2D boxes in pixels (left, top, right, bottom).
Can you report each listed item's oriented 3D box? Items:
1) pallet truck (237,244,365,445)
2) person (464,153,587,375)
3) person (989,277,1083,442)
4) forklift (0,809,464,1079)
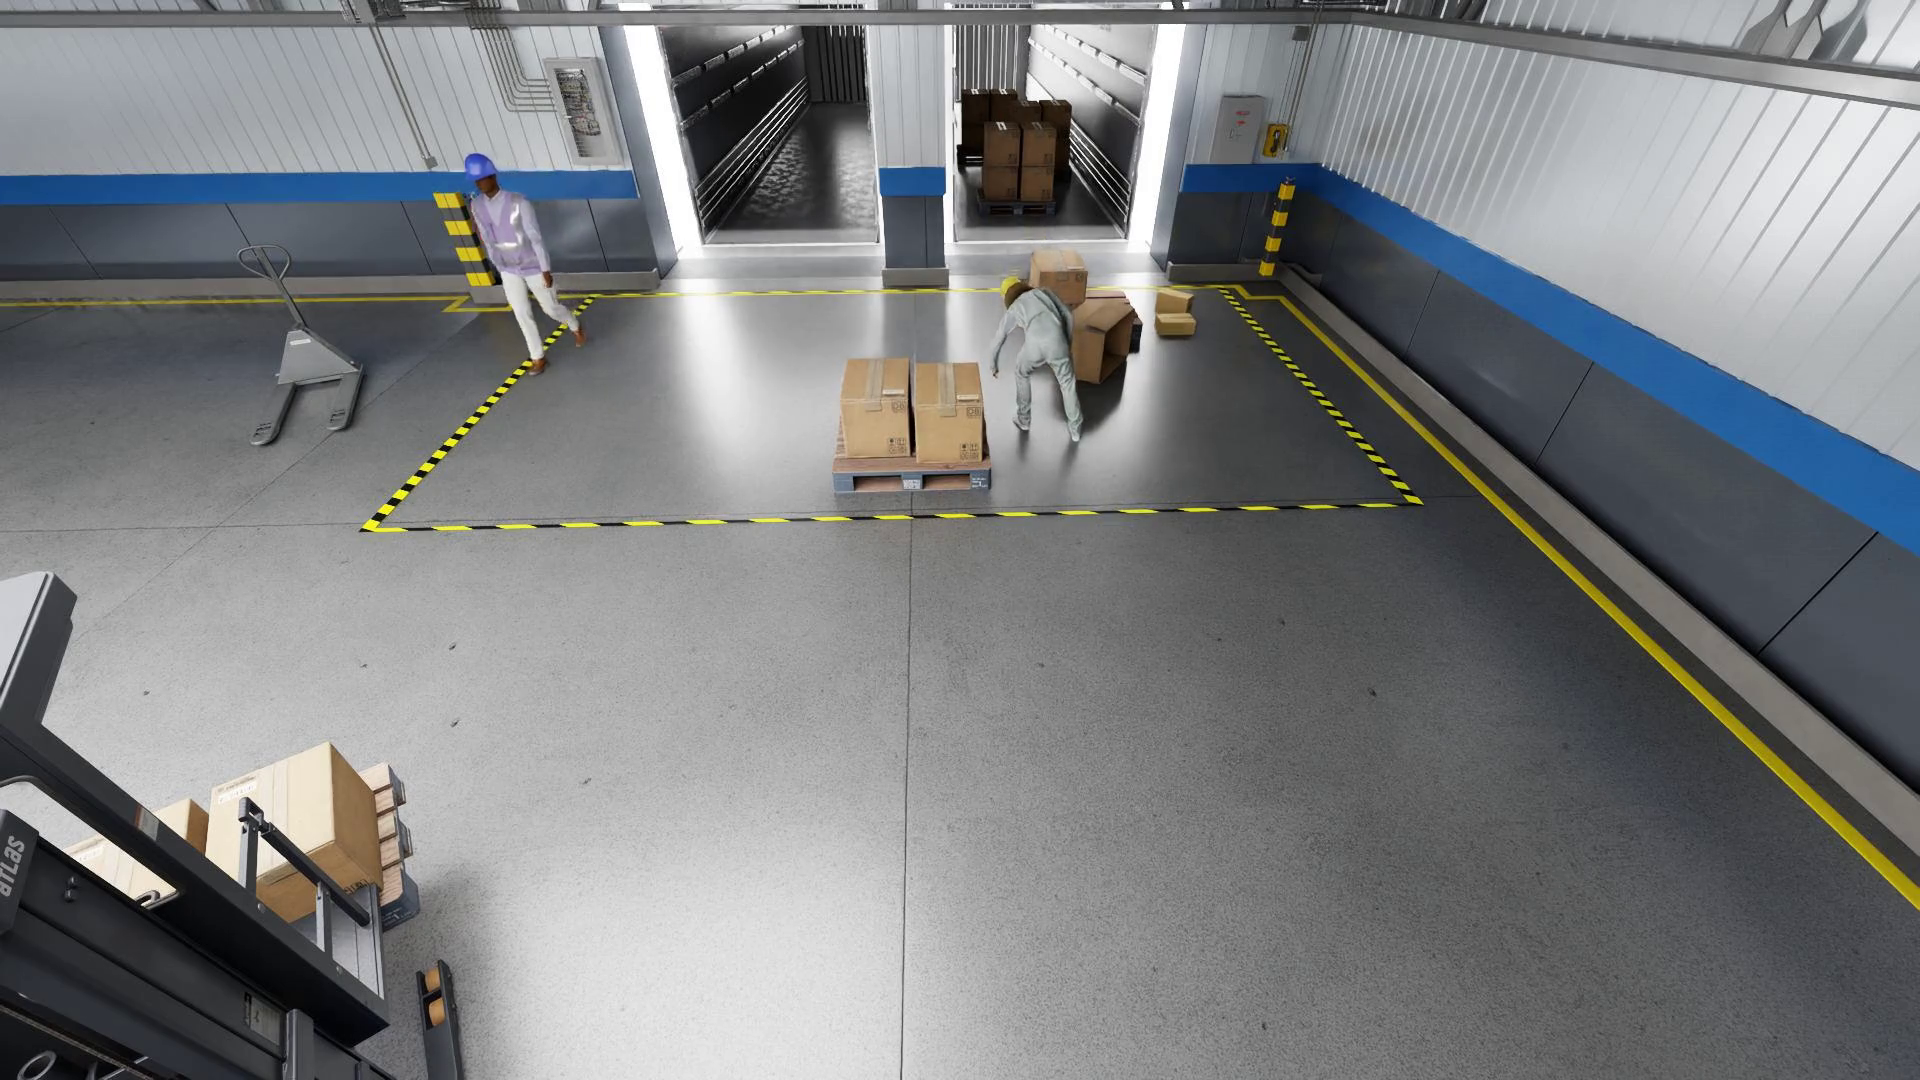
[{"bbox_3d":[-5.915,-1.733,6.366,0.680,1.201,1.601,-18,42,-21],"label":"pallet truck"},{"bbox_3d":[-4.097,-2.593,6.905,0.600,1.919,0.866,1,38,1],"label":"person"},{"bbox_3d":[0.658,-1.514,6.158,0.839,1.170,0.759,6,39,7],"label":"person"},{"bbox_3d":[-1.870,1.524,1.616,0.716,2.013,0.776,-24,44,-27],"label":"forklift"}]
